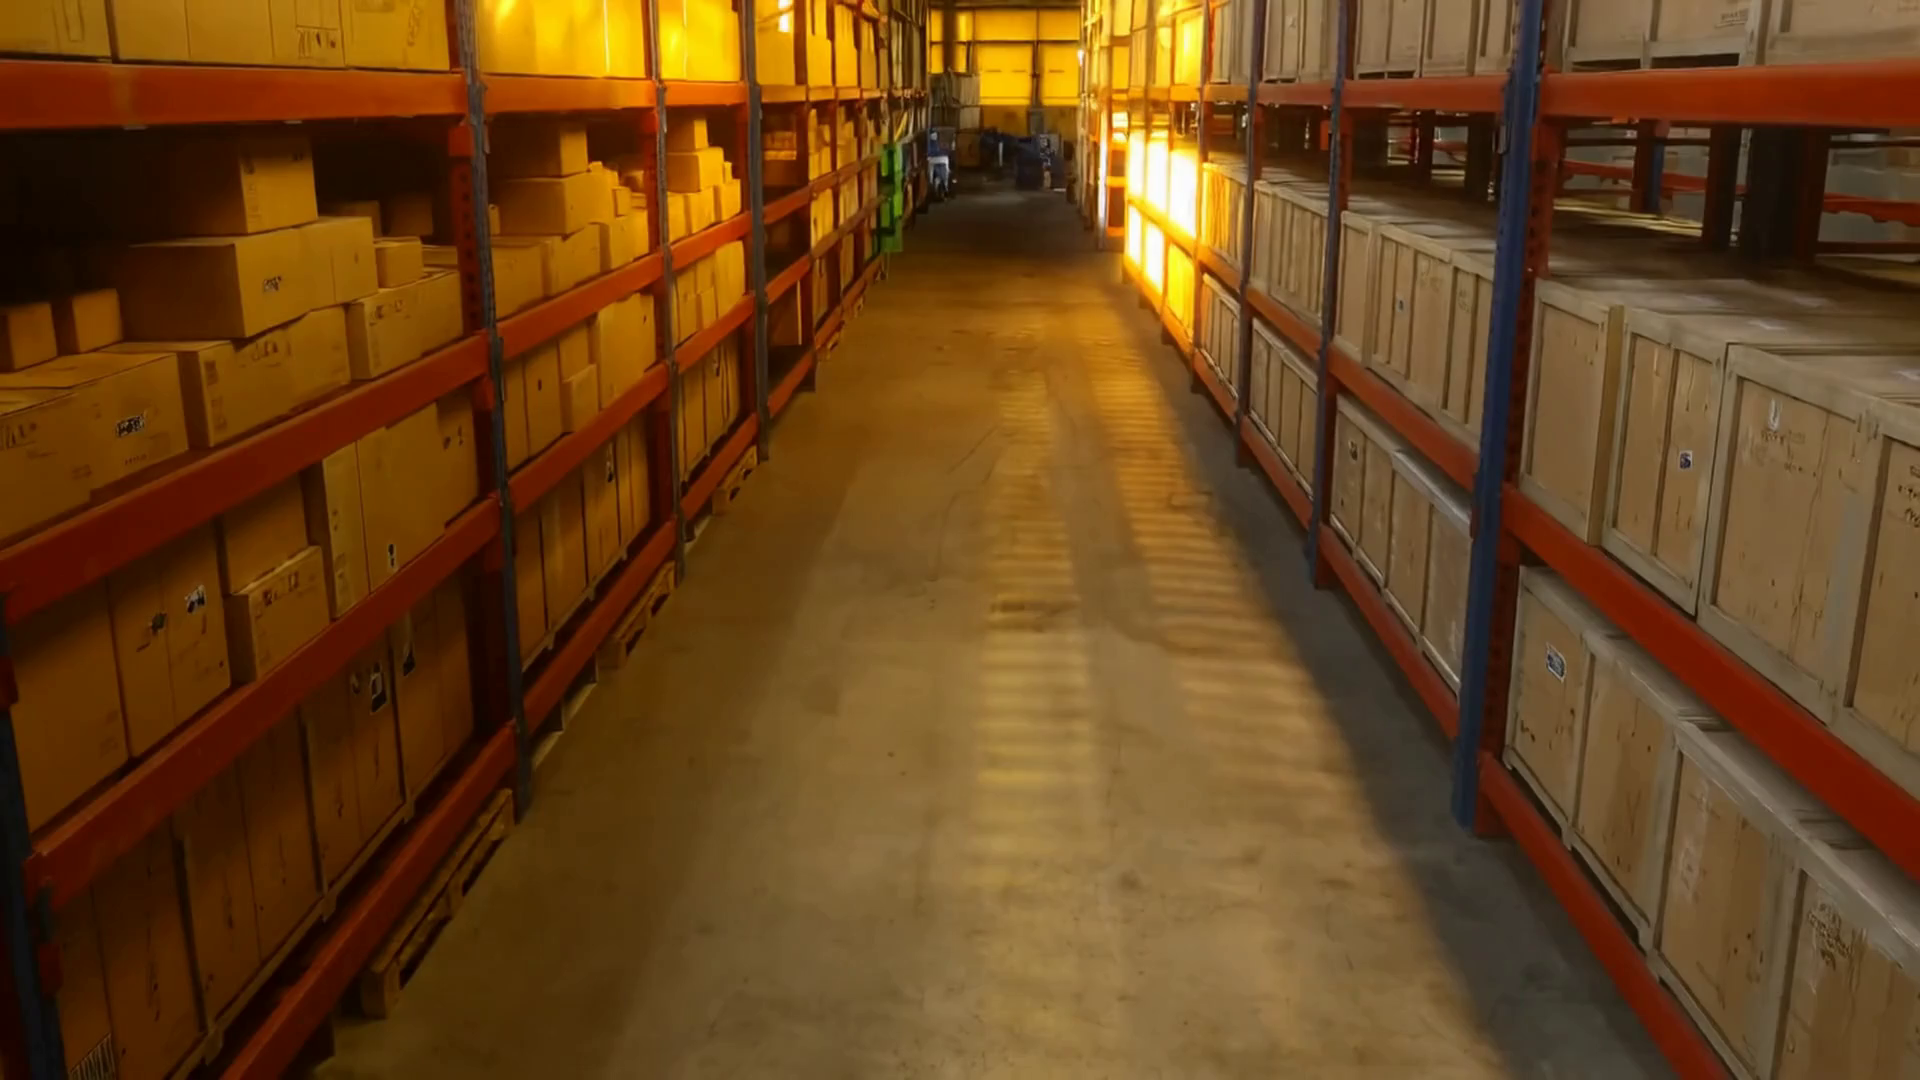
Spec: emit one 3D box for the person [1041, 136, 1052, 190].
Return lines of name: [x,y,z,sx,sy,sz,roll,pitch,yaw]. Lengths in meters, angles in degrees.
person: [3.155,-13.830,61.038,0.362,1.935,0.553,-7,17,-24]

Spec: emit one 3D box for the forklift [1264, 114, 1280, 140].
forklift: [11.018,-13.919,59.579,1.129,2.768,1.873,0,15,2]

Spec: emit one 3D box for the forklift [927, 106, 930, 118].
forklift: [-1.988,-20.789,85.140,1.129,2.768,1.873,0,15,2]

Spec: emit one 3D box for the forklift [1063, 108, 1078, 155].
forklift: [4.747,-17.102,71.423,1.873,2.768,1.129,-6,16,-22]

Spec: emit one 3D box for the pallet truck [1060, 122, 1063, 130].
pallet truck: [5.788,-21.111,88.014,1.885,1.965,0.823,5,16,18]
